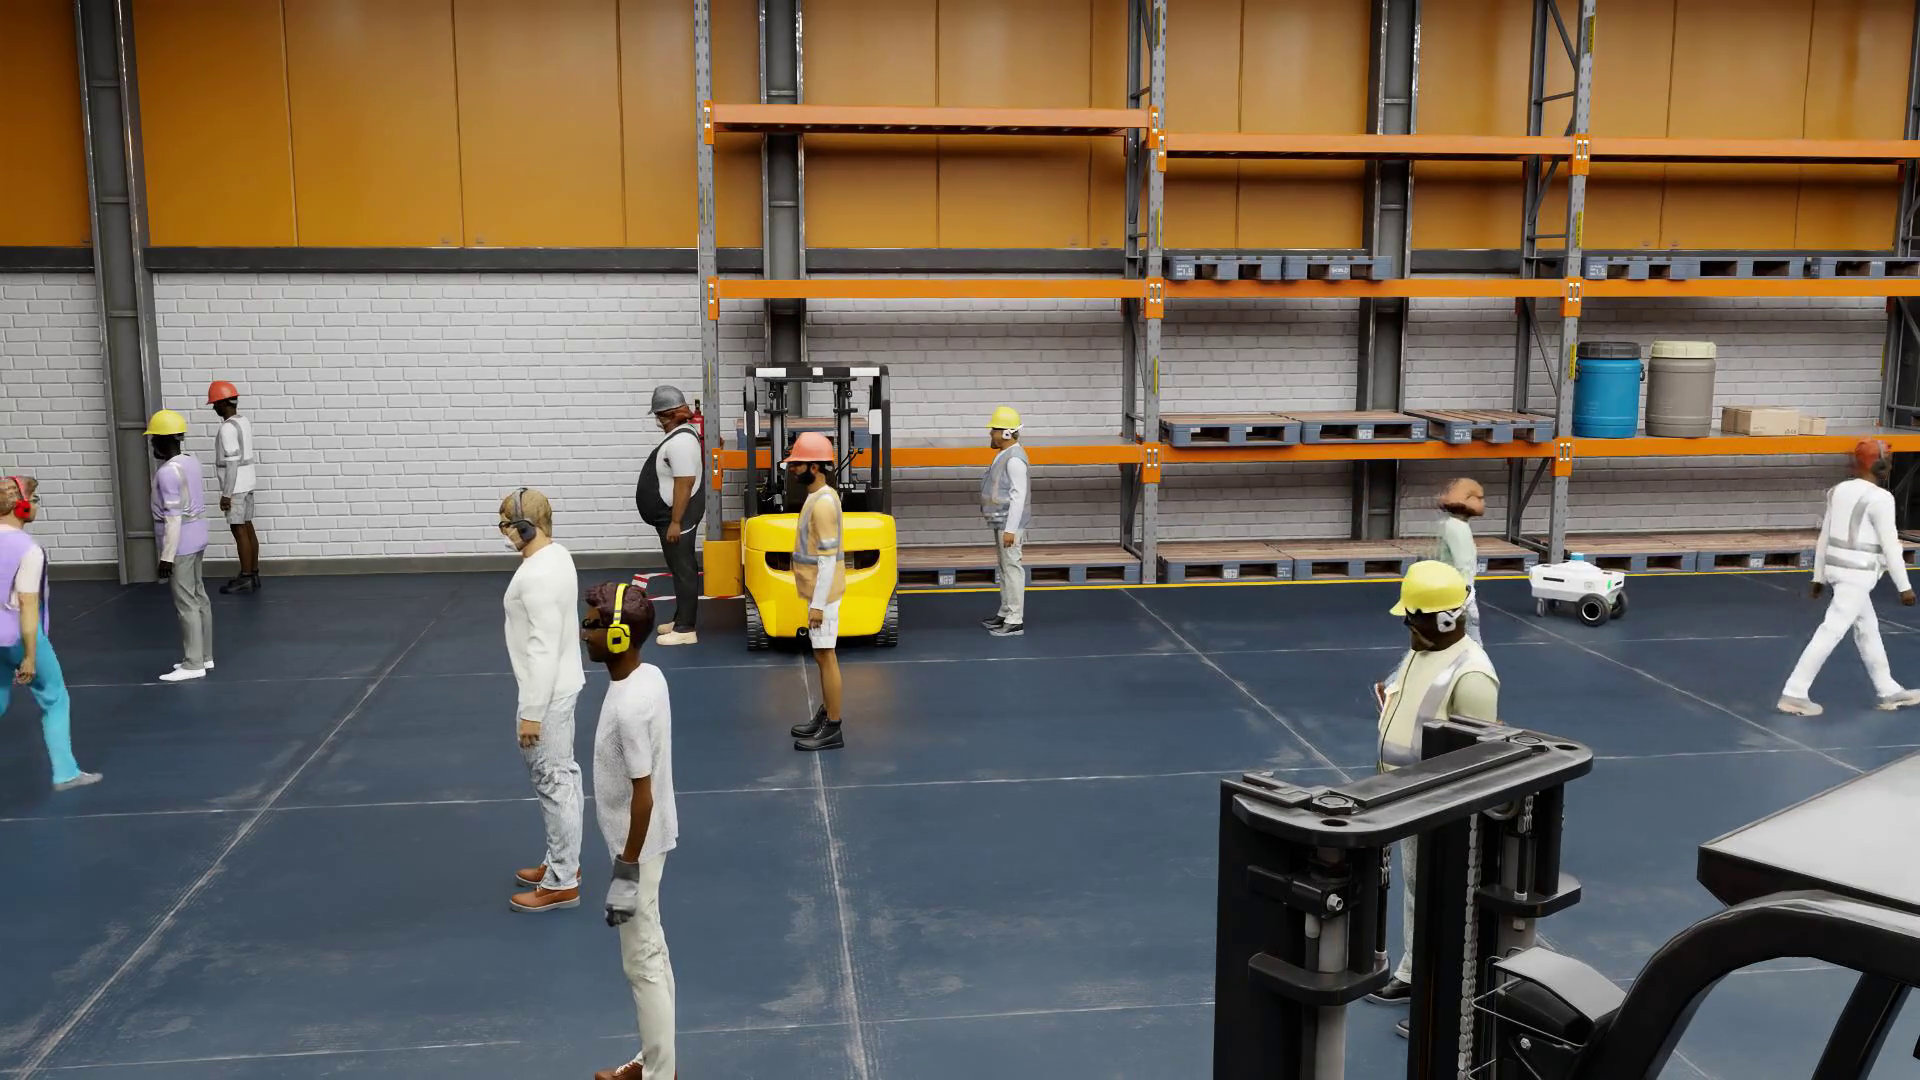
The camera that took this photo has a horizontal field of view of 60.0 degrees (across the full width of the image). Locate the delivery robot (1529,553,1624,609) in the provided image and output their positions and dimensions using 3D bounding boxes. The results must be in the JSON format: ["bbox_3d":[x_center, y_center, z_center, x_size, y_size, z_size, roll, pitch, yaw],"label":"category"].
[{"bbox_3d":[5.130,0.350,13.866,0.707,0.478,0.477,8,12,39],"label":"delivery robot"}]

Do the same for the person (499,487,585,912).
[{"bbox_3d":[-1.899,0.719,7.571,0.371,1.934,0.627,-1,9,-6],"label":"person"}]

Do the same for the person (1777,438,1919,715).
[{"bbox_3d":[5.853,0.249,10.853,1.039,1.830,0.579,0,9,0],"label":"person"}]

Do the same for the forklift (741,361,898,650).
[{"bbox_3d":[-1.154,-0.340,13.365,1.214,2.155,2.313,-1,9,-7],"label":"forklift"}]

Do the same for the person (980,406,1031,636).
[{"bbox_3d":[0.362,-0.153,13.316,0.403,1.835,0.588,-1,9,-6],"label":"person"}]

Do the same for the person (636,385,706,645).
[{"bbox_3d":[-2.262,-0.208,13.019,0.535,2.000,0.674,-1,9,-6],"label":"person"}]

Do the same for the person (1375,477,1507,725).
[{"bbox_3d":[3.101,0.390,10.633,0.761,1.600,0.516,3,10,20],"label":"person"}]

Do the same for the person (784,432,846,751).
[{"bbox_3d":[-0.874,0.310,10.099,0.361,1.939,0.542,-1,9,-6],"label":"person"}]

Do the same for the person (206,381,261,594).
[{"bbox_3d":[-6.581,-0.477,15.053,0.374,1.927,0.542,-1,9,-6],"label":"person"}]

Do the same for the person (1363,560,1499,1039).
[{"bbox_3d":[1.788,0.975,6.320,0.403,1.822,0.588,-1,9,-6],"label":"person"}]

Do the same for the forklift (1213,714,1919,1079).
[{"bbox_3d":[1.441,1.425,2.350,1.214,2.155,2.313,-7,12,-39],"label":"forklift"}]

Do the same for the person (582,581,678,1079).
[{"bbox_3d":[-1.123,1.059,5.636,0.328,1.874,0.521,-1,9,-6],"label":"person"}]

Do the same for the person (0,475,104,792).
[{"bbox_3d":[-5.188,0.559,8.991,0.569,1.813,0.883,4,10,24],"label":"person"}]

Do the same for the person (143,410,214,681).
[{"bbox_3d":[-5.557,0.039,11.830,0.370,1.929,0.585,-1,9,-6],"label":"person"}]
